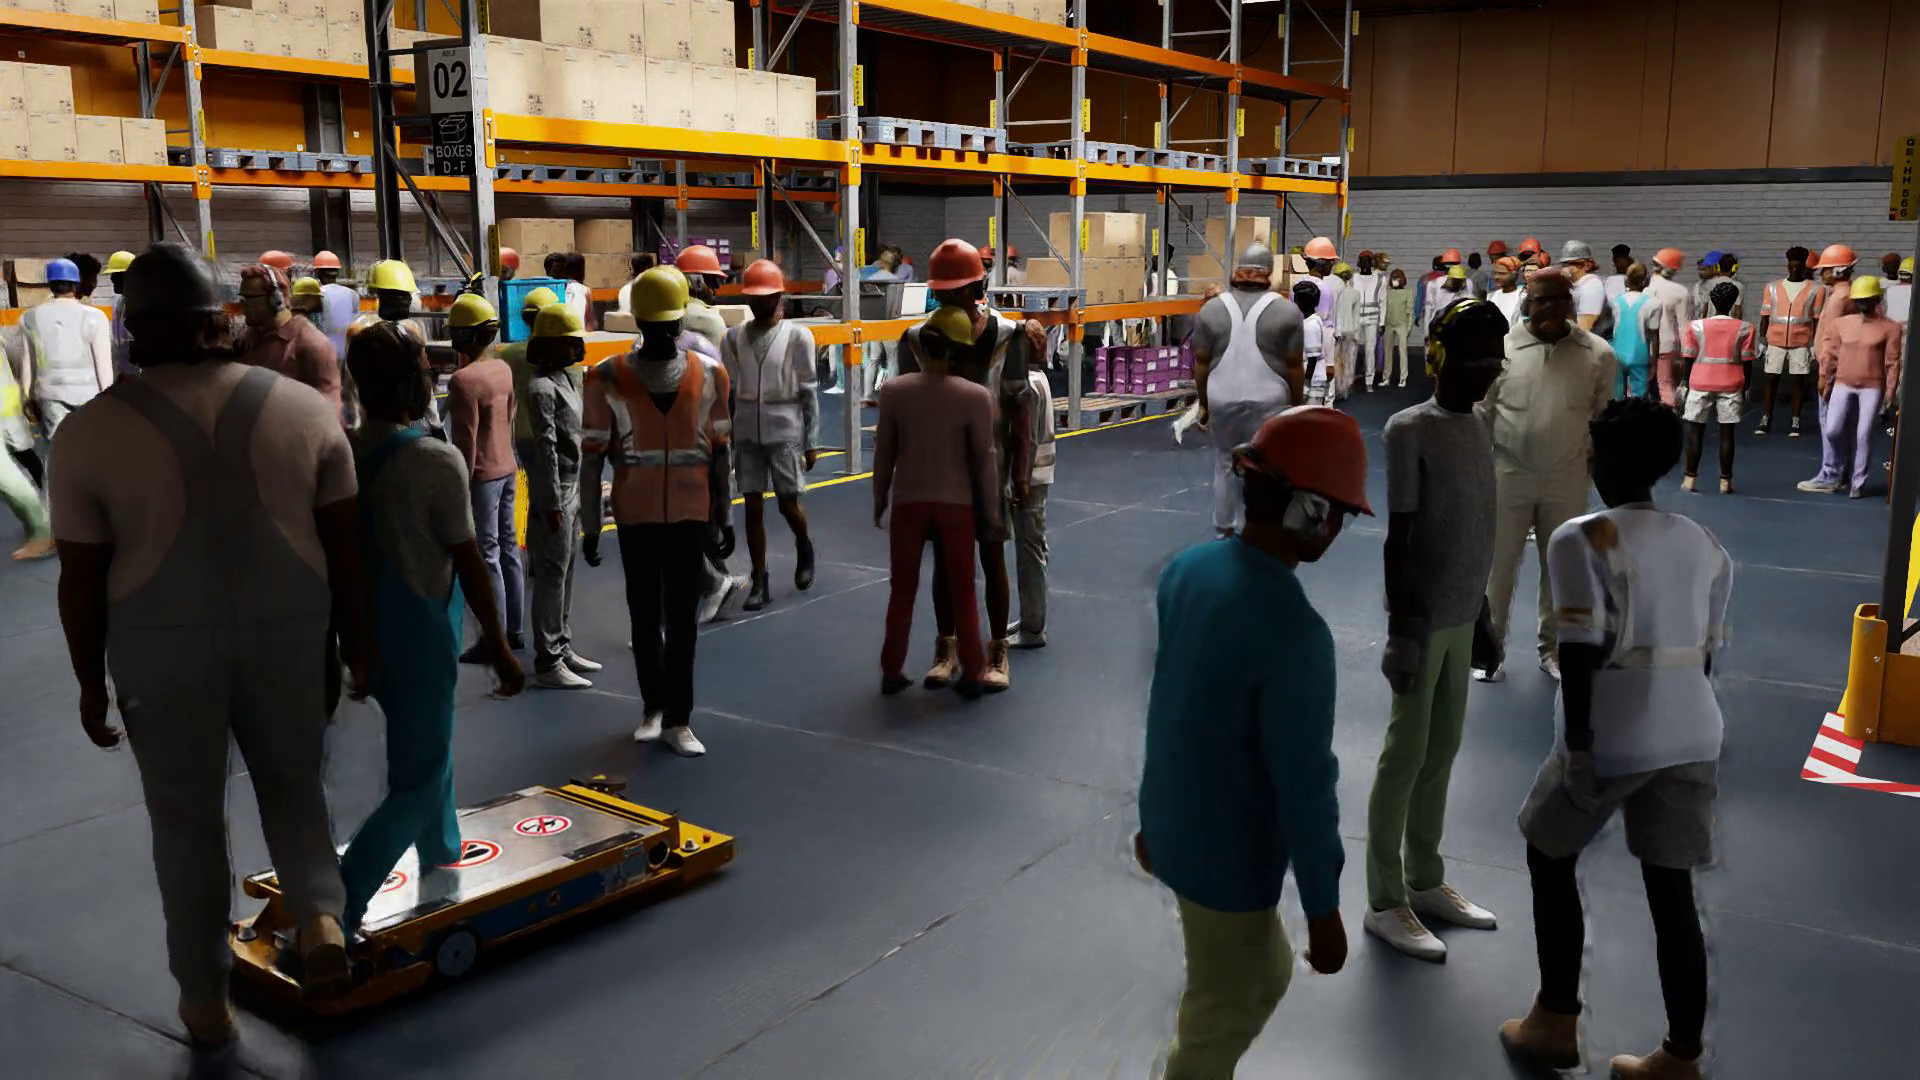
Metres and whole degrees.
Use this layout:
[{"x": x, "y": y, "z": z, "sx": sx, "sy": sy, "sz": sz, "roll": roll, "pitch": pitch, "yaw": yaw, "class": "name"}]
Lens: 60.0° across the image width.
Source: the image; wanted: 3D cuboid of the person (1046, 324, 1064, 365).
[{"x": 1.550, "y": -3.756, "z": 26.979, "sx": 0.397, "sy": 1.847, "sz": 0.564, "roll": -3, "pitch": 11, "yaw": -19, "class": "person"}]

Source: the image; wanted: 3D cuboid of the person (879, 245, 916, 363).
[{"x": -1.046, "y": -3.869, "z": 27.362, "sx": 0.636, "sy": 1.939, "sz": 0.383, "roll": 1, "pitch": 10, "yaw": 5, "class": "person"}]

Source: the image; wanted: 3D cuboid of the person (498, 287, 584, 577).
[{"x": -2.388, "y": -0.598, "z": 9.750, "sx": 0.543, "sy": 1.752, "sz": 0.512, "roll": 4, "pitch": 11, "yaw": 20, "class": "person"}]

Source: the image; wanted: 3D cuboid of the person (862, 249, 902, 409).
[{"x": -0.898, "y": -2.524, "z": 19.962, "sx": 0.454, "sy": 1.938, "sz": 0.643, "roll": -10, "pitch": 14, "yaw": -43, "class": "person"}]

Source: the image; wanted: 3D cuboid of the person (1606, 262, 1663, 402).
[{"x": 6.045, "y": -1.589, "z": 15.038, "sx": 0.520, "sy": 1.833, "sz": 0.464, "roll": 8, "pitch": 13, "yaw": 36, "class": "person"}]

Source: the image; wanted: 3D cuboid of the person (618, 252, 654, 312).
[{"x": -3.018, "y": -1.831, "z": 16.152, "sx": 0.621, "sy": 1.897, "sz": 0.631, "roll": -10, "pitch": 14, "yaw": -44, "class": "person"}]

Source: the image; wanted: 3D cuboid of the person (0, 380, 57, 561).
[{"x": -6.153, "y": -0.834, "z": 10.249, "sx": 1.049, "sy": 2.000, "sz": 0.726, "roll": -6, "pitch": 12, "yaw": -28, "class": "person"}]

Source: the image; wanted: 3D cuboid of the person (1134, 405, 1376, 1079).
[{"x": 0.552, "y": 0.594, "z": 3.227, "sx": 0.462, "sy": 1.711, "sz": 0.584, "roll": -2, "pitch": 10, "yaw": -12, "class": "person"}]

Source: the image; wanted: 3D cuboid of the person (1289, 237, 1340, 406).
[{"x": 3.071, "y": -1.581, "z": 14.384, "sx": 0.377, "sy": 2.045, "sz": 0.605, "roll": -3, "pitch": 11, "yaw": -18, "class": "person"}]

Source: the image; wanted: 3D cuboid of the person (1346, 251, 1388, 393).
[{"x": 5.355, "y": -2.886, "z": 22.057, "sx": 0.576, "sy": 1.881, "sz": 0.352, "roll": 3, "pitch": 11, "yaw": 15, "class": "person"}]

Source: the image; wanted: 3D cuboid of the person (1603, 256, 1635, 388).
[{"x": 8.418, "y": -2.697, "z": 21.205, "sx": 0.634, "sy": 1.816, "sz": 0.432, "roll": 10, "pitch": 14, "yaw": 44, "class": "person"}]

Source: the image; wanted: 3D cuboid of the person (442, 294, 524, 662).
[{"x": -2.311, "y": -0.294, "z": 8.023, "sx": 0.313, "sy": 1.769, "sz": 0.525, "roll": 2, "pitch": 10, "yaw": 8, "class": "person"}]

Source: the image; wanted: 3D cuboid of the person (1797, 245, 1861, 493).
[{"x": 7.039, "y": -1.374, "z": 13.414, "sx": 0.410, "sy": 1.986, "sz": 0.612, "roll": 9, "pitch": 14, "yaw": 41, "class": "person"}]

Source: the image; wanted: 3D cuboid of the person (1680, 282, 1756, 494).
[{"x": 6.063, "y": -1.213, "z": 13.328, "sx": 0.536, "sy": 1.693, "sz": 0.319, "roll": 4, "pitch": 11, "yaw": 22, "class": "person"}]

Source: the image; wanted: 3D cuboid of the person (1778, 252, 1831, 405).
[{"x": 10.442, "y": -2.621, "z": 20.626, "sx": 1.031, "sy": 1.884, "sz": 0.557, "roll": -9, "pitch": 14, "yaw": -41, "class": "person"}]

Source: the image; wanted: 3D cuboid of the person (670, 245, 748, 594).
[{"x": -1.514, "y": -0.687, "z": 9.580, "sx": 0.612, "sy": 1.990, "sz": 0.392, "roll": 10, "pitch": 14, "yaw": 43, "class": "person"}]

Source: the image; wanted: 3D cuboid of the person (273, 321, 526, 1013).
[{"x": -1.565, "y": 0.321, "z": 4.503, "sx": 0.503, "sy": 1.818, "sz": 0.881, "roll": 6, "pitch": 12, "yaw": 29, "class": "person"}]

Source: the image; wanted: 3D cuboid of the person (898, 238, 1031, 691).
[{"x": 0.011, "y": -0.327, "z": 7.478, "sx": 0.617, "sy": 2.030, "sz": 0.404, "roll": 2, "pitch": 10, "yaw": 11, "class": "person"}]

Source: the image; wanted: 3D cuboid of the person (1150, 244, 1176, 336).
[{"x": 3.585, "y": -4.199, "z": 29.125, "sx": 0.375, "sy": 1.959, "sz": 0.603, "roll": -8, "pitch": 13, "yaw": -38, "class": "person"}]

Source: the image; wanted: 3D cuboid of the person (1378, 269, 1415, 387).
[{"x": 6.036, "y": -2.931, "z": 23.021, "sx": 0.499, "sy": 1.628, "sz": 0.269, "roll": 8, "pitch": 13, "yaw": 38, "class": "person"}]

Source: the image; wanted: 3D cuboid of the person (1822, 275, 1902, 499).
[{"x": 7.029, "y": -1.183, "z": 12.993, "sx": 0.542, "sy": 1.742, "sz": 0.383, "roll": 8, "pitch": 13, "yaw": 38, "class": "person"}]

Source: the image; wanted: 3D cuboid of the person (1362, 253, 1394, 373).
[{"x": 6.353, "y": -3.456, "z": 25.369, "sx": 0.518, "sy": 1.833, "sz": 0.353, "roll": 4, "pitch": 11, "yaw": 20, "class": "person"}]

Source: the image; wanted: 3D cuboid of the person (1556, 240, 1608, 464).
[{"x": 5.592, "y": -1.718, "z": 15.149, "sx": 0.535, "sy": 2.000, "sz": 0.717, "roll": 1, "pitch": 10, "yaw": 4, "class": "person"}]

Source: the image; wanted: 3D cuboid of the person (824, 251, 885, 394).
[{"x": -1.400, "y": -2.845, "z": 21.828, "sx": 0.731, "sy": 1.885, "sz": 0.652, "roll": -1, "pitch": 10, "yaw": -5, "class": "person"}]

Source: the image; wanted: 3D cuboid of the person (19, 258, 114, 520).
[{"x": -6.338, "y": -1.037, "z": 11.781, "sx": 0.621, "sy": 1.911, "sz": 0.931, "roll": -3, "pitch": 11, "yaw": -14, "class": "person"}]

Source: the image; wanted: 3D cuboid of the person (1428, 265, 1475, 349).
[{"x": 5.800, "y": -2.377, "z": 19.669, "sx": 0.516, "sy": 1.734, "sz": 0.337, "roll": 4, "pitch": 11, "yaw": 20, "class": "person"}]

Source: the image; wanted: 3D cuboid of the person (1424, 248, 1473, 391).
[{"x": 5.849, "y": -2.521, "z": 19.935, "sx": 0.568, "sy": 1.916, "sz": 0.592, "roll": 5, "pitch": 11, "yaw": 25, "class": "person"}]

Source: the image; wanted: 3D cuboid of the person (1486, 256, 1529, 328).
[{"x": 4.988, "y": -1.632, "z": 15.150, "sx": 0.367, "sy": 1.876, "sz": 0.579, "roll": -6, "pitch": 12, "yaw": -28, "class": "person"}]

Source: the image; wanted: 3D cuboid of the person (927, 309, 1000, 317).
[{"x": 0.020, "y": -1.054, "z": 12.056, "sx": 0.562, "sy": 1.836, "sz": 0.389, "roll": -3, "pitch": 11, "yaw": -18, "class": "person"}]

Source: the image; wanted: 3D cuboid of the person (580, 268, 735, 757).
[{"x": -1.188, "y": -0.111, "z": 6.597, "sx": 0.611, "sy": 1.914, "sz": 0.527, "roll": -3, "pitch": 11, "yaw": -19, "class": "person"}]

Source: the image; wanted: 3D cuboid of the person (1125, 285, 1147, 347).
[{"x": 2.483, "y": -3.152, "z": 23.892, "sx": 0.339, "sy": 1.749, "sz": 0.573, "roll": -2, "pitch": 11, "yaw": -13, "class": "person"}]

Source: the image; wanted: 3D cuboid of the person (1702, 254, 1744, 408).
[{"x": 9.226, "y": -2.529, "z": 20.163, "sx": 0.328, "sy": 1.861, "sz": 0.502, "roll": -9, "pitch": 14, "yaw": -41, "class": "person"}]

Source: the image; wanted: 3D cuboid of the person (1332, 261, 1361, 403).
[{"x": 4.751, "y": -2.584, "z": 20.759, "sx": 0.538, "sy": 1.778, "sz": 0.360, "roll": -4, "pitch": 11, "yaw": -21, "class": "person"}]

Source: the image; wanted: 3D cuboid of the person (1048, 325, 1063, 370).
[{"x": 1.541, "y": -3.608, "z": 26.080, "sx": 0.320, "sy": 1.876, "sz": 0.533, "roll": -1, "pitch": 10, "yaw": -4, "class": "person"}]
